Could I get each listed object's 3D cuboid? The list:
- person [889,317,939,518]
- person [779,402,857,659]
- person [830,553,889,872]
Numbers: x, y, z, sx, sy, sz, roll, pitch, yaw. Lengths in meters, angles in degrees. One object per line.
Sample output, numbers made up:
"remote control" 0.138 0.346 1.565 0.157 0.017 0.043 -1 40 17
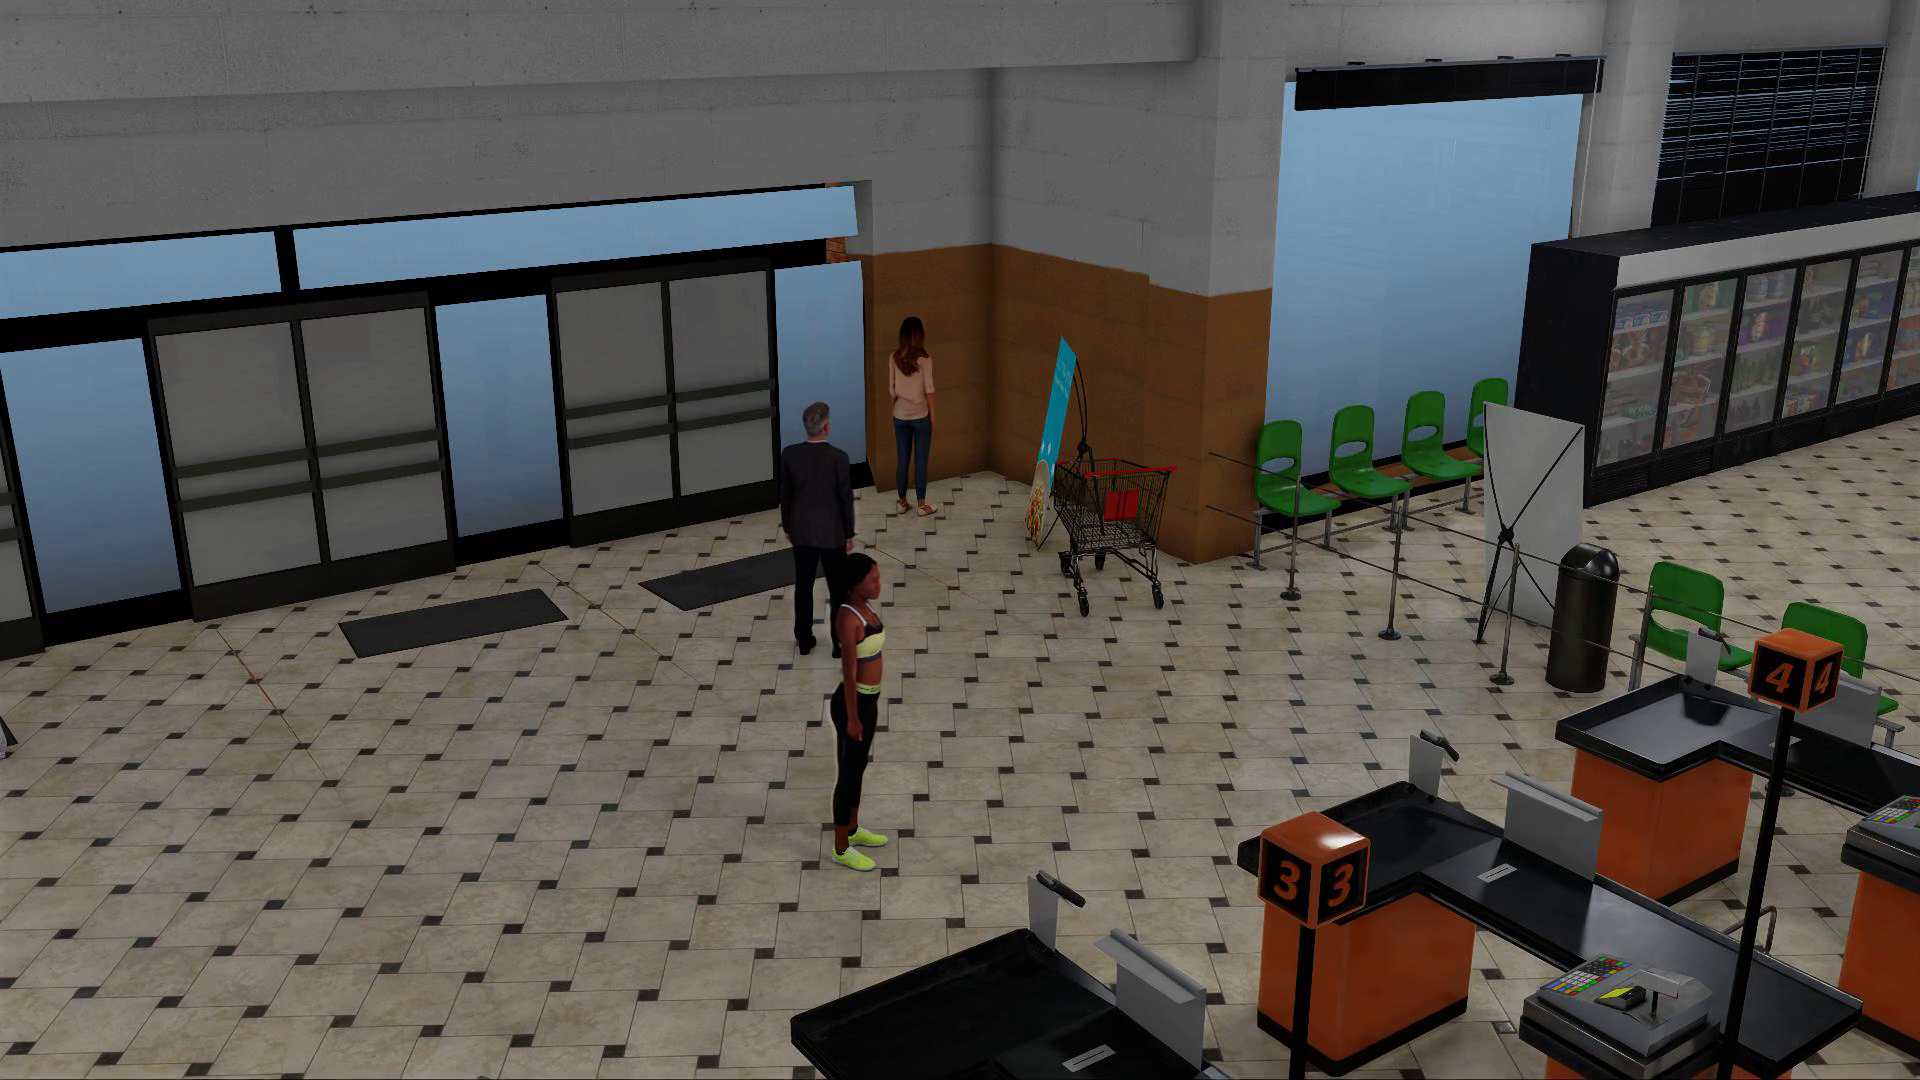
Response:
"person" -0.427 -1.099 14.795 0.617 1.792 0.726 9 20 24
"person" -0.985 -0.076 11.686 0.764 1.841 0.861 6 20 17
"person" -0.565 0.898 8.934 0.694 1.753 0.640 4 19 11
